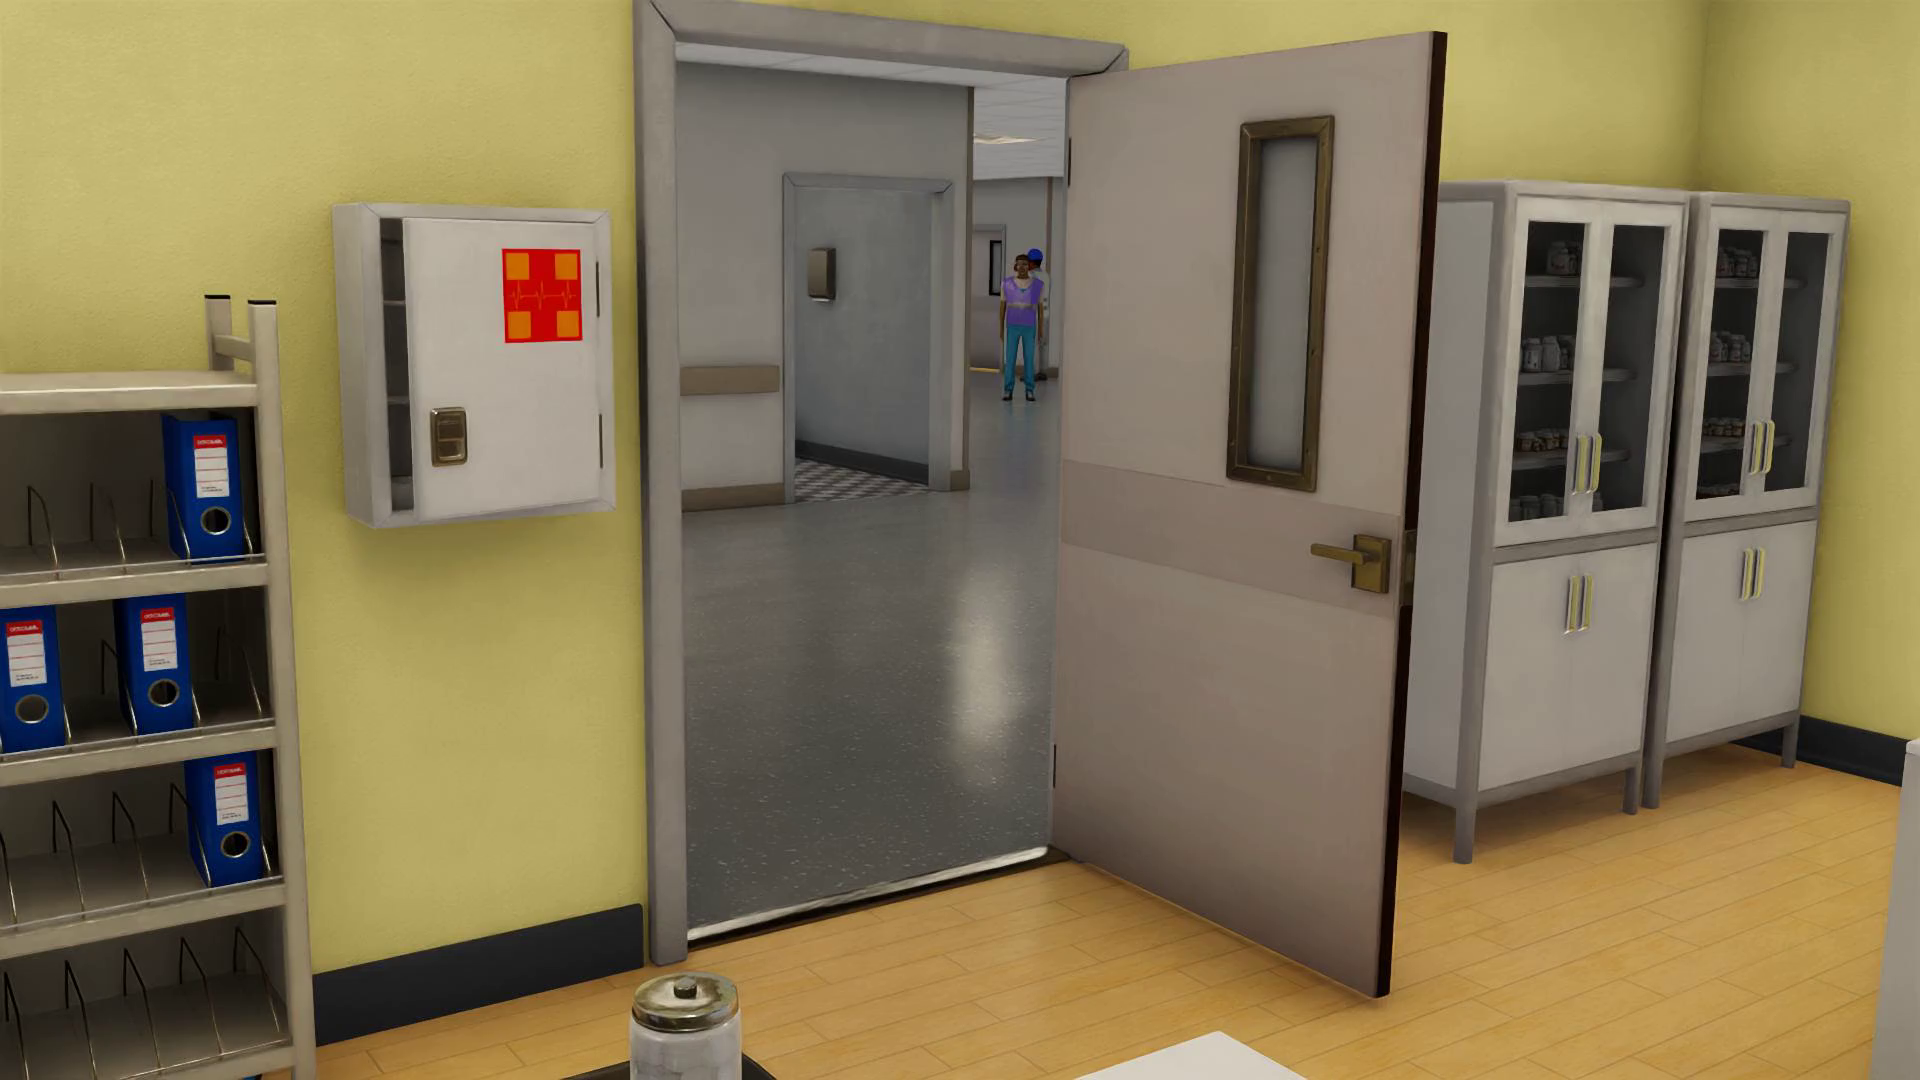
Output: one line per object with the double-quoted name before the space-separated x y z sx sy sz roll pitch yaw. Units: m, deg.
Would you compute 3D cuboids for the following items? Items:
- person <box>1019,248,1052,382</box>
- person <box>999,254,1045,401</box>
"person" 1.105 -3.305 24.479 0.400 1.945 0.615 8 12 35
"person" 0.778 -2.678 21.013 0.567 1.846 0.389 1 10 0
